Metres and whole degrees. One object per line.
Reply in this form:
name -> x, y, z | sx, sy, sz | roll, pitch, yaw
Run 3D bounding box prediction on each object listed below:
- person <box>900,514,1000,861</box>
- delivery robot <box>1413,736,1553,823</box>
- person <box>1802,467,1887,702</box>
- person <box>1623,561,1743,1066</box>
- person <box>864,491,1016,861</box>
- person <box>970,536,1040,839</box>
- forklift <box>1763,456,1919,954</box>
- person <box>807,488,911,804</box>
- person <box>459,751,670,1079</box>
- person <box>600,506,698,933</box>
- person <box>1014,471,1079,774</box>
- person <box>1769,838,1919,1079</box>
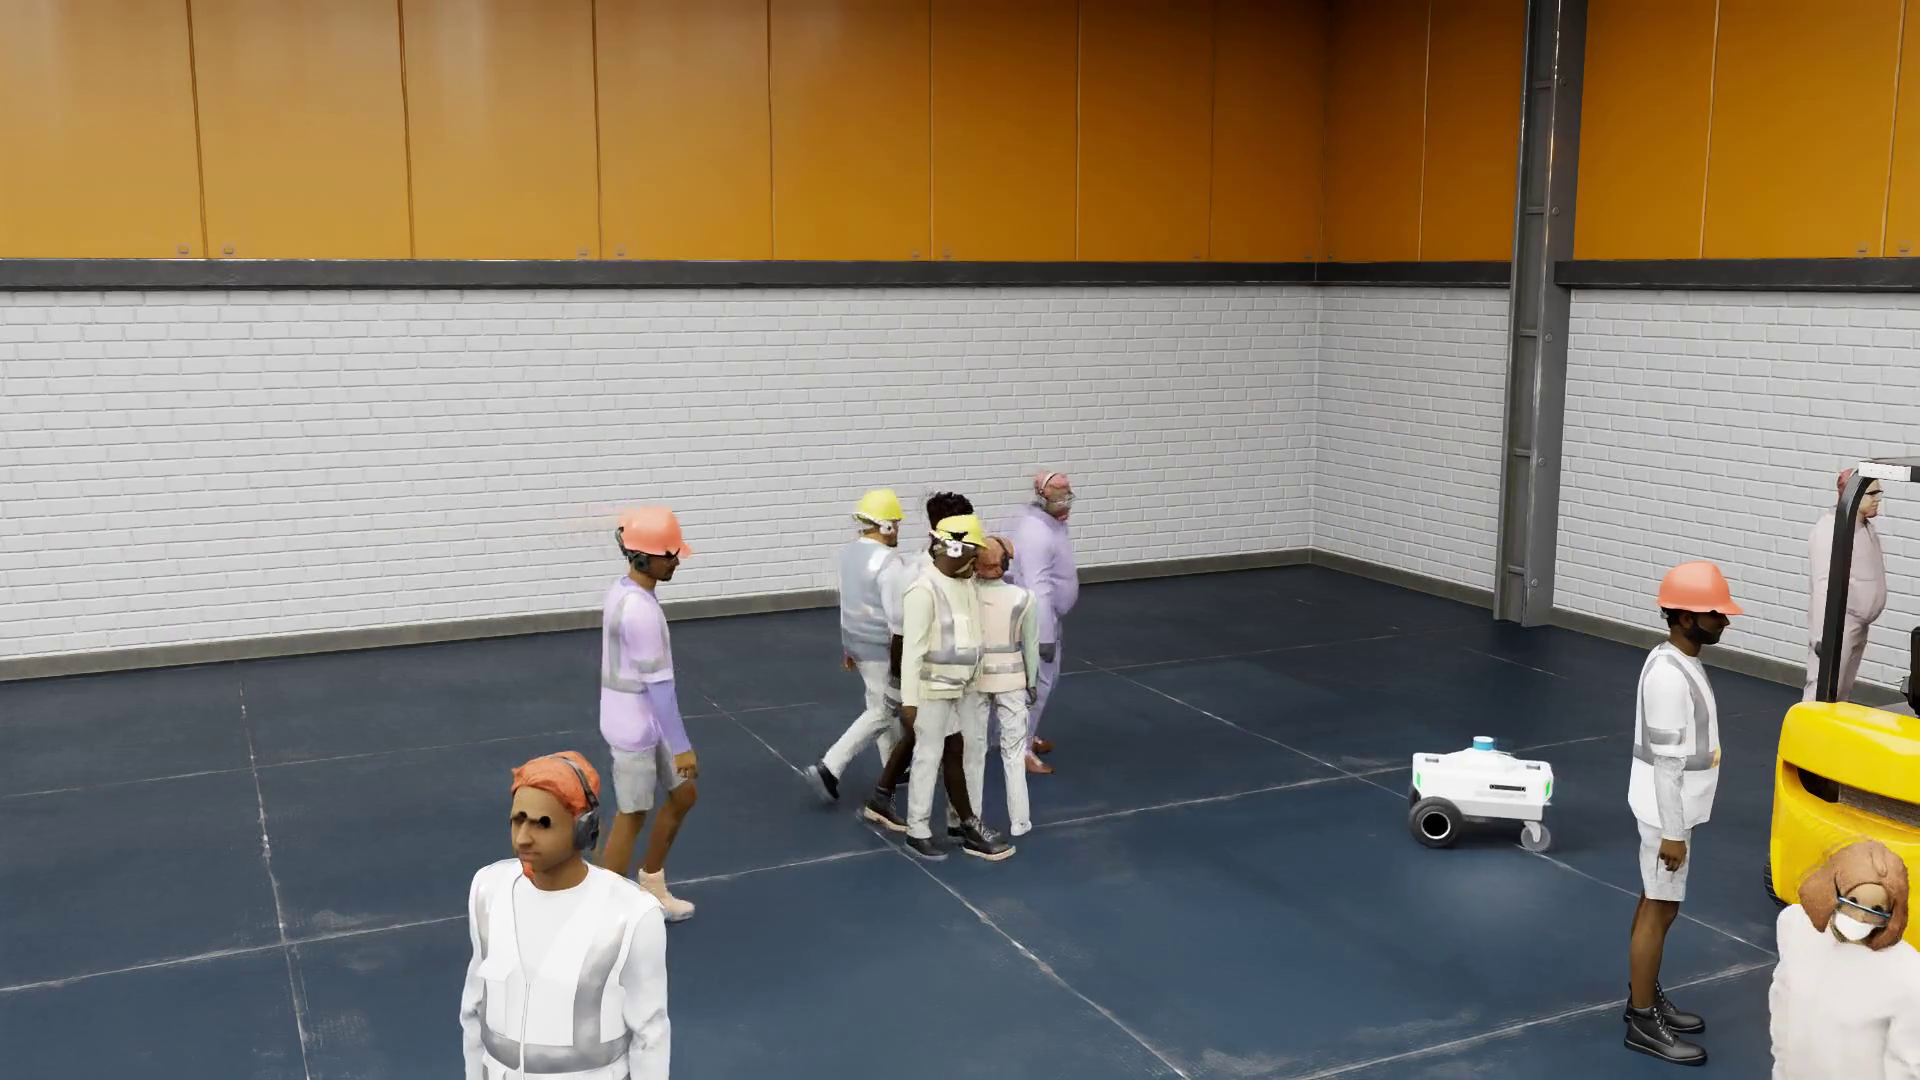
person -> -0.102, 0.756, 8.597 | 0.406, 1.817, 0.790 | 5, 11, 30
delivery robot -> 2.781, 1.291, 8.864 | 0.707, 0.478, 0.477 | 2, 10, 14
person -> 5.195, 0.520, 9.761 | 0.645, 1.907, 0.400 | -9, 13, -44
person -> 2.786, 1.037, 6.456 | 0.356, 1.939, 0.543 | 4, 10, 24
person -> -0.146, 0.679, 8.776 | 0.986, 1.918, 0.612 | 5, 10, 29
person -> 0.170, 0.794, 8.895 | 0.515, 1.636, 0.315 | 1, 9, 4
forklift -> 4.857, 0.731, 7.561 | 2.313, 2.155, 1.214 | -4, 10, -25
person -> -0.529, 0.606, 9.520 | 0.784, 1.808, 0.596 | -5, 10, -28
person -> -0.985, 1.441, 4.113 | 0.574, 1.884, 0.356 | 3, 10, 21
person -> -1.392, 0.840, 7.457 | 0.624, 2.009, 0.614 | -2, 9, -13
person -> 0.484, 0.498, 10.031 | 0.461, 1.866, 0.676 | 1, 9, 9
person -> 2.327, 1.523, 4.454 | 0.403, 1.605, 0.632 | -3, 10, -17
